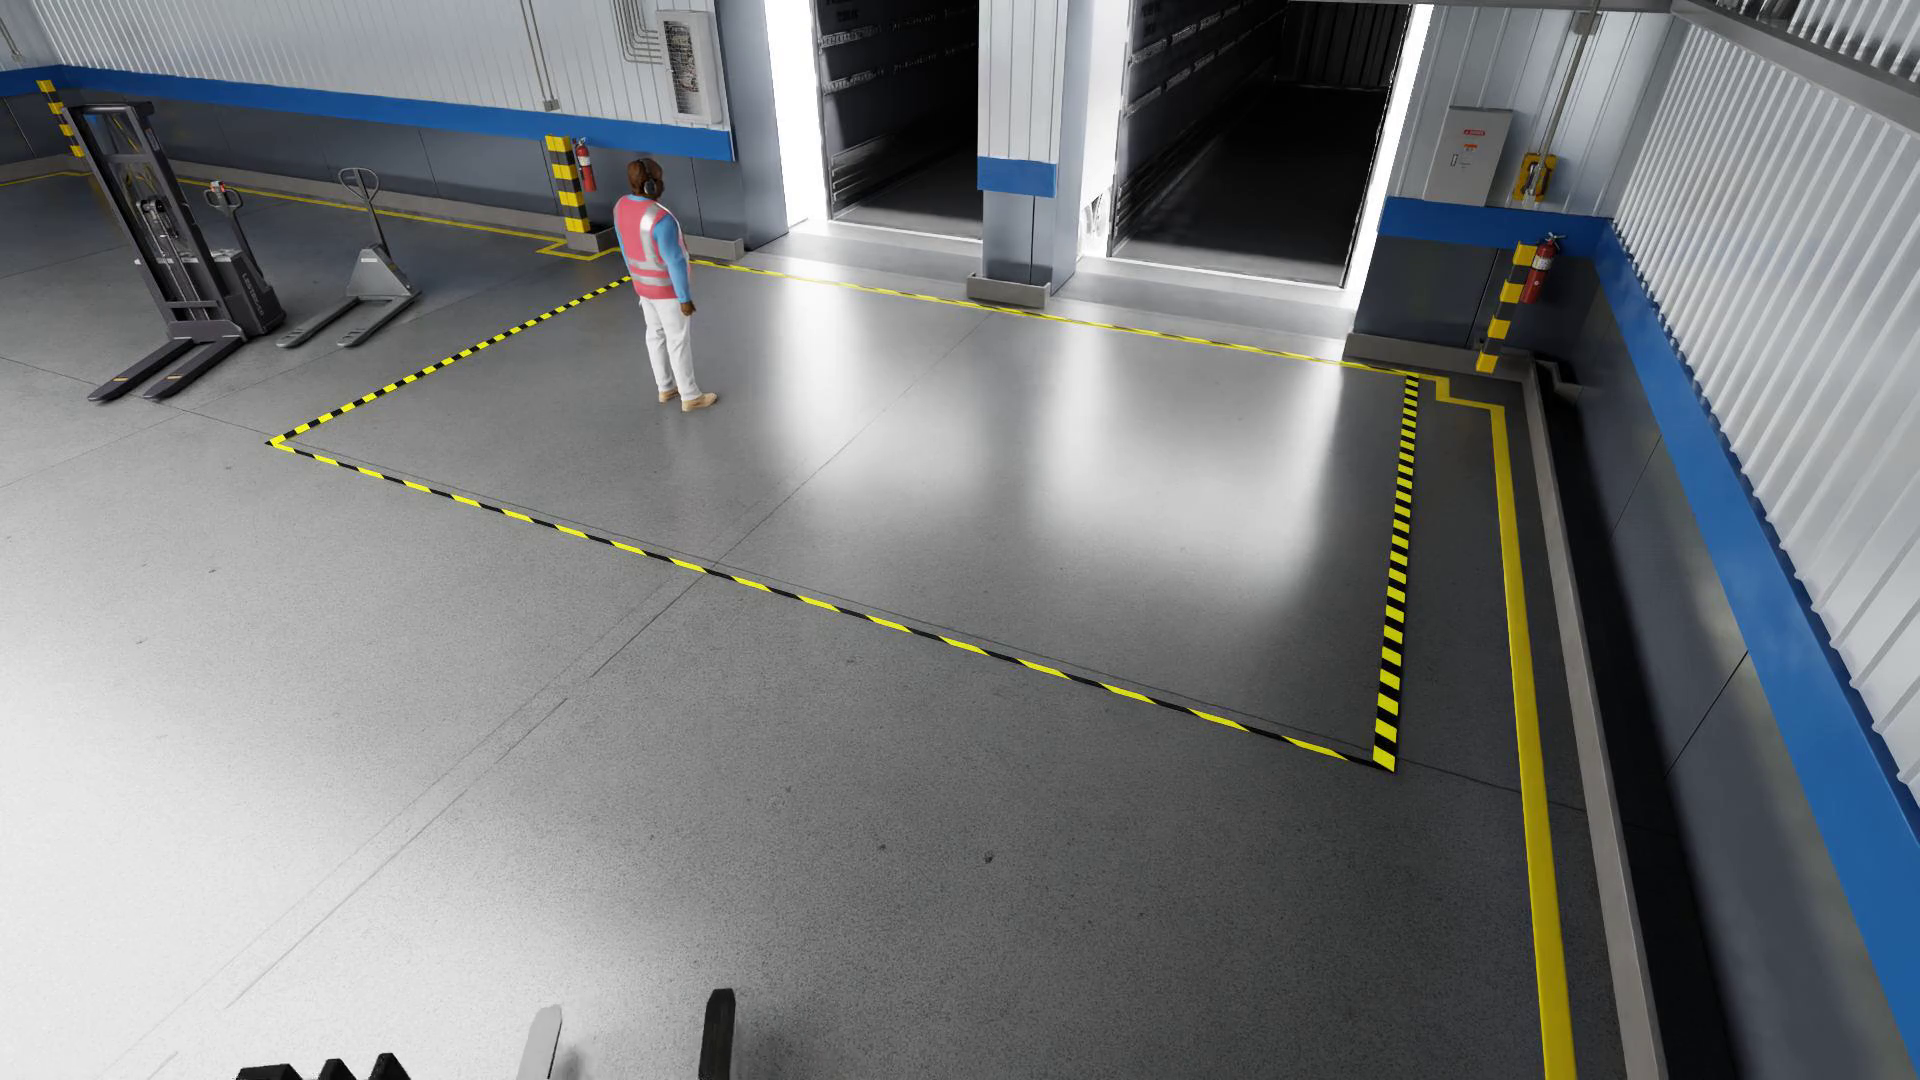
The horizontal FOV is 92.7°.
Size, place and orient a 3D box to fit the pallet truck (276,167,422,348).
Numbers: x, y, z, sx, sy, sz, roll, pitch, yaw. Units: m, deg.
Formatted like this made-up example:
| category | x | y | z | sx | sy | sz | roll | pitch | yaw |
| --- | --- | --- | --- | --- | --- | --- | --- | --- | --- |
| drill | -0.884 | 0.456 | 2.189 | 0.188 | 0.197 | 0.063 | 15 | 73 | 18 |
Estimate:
| category | x | y | z | sx | sy | sz | roll | pitch | yaw |
| --- | --- | --- | --- | --- | --- | --- | --- | --- | --- |
| pallet truck | -5.732 | -2.611 | 8.414 | 0.680 | 1.201 | 1.601 | -1 | 35 | -1 |

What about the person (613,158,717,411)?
| category | x | y | z | sx | sy | sz | roll | pitch | yaw |
| --- | --- | --- | --- | --- | --- | --- | --- | --- | --- |
| person | -2.199 | -1.868 | 6.826 | 0.627 | 1.842 | 0.429 | 26 | 42 | 32 |

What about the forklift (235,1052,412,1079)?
| category | x | y | z | sx | sy | sz | roll | pitch | yaw |
| --- | --- | --- | --- | --- | --- | --- | --- | --- | --- |
| forklift | -0.869 | 2.126 | 0.668 | 1.157 | 2.036 | 2.680 | -4 | 35 | -5 |

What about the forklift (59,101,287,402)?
| category | x | y | z | sx | sy | sz | roll | pitch | yaw |
| --- | --- | --- | --- | --- | --- | --- | --- | --- | --- |
| forklift | -6.686 | -2.387 | 7.434 | 0.823 | 1.965 | 1.885 | -3 | 35 | -5 |
